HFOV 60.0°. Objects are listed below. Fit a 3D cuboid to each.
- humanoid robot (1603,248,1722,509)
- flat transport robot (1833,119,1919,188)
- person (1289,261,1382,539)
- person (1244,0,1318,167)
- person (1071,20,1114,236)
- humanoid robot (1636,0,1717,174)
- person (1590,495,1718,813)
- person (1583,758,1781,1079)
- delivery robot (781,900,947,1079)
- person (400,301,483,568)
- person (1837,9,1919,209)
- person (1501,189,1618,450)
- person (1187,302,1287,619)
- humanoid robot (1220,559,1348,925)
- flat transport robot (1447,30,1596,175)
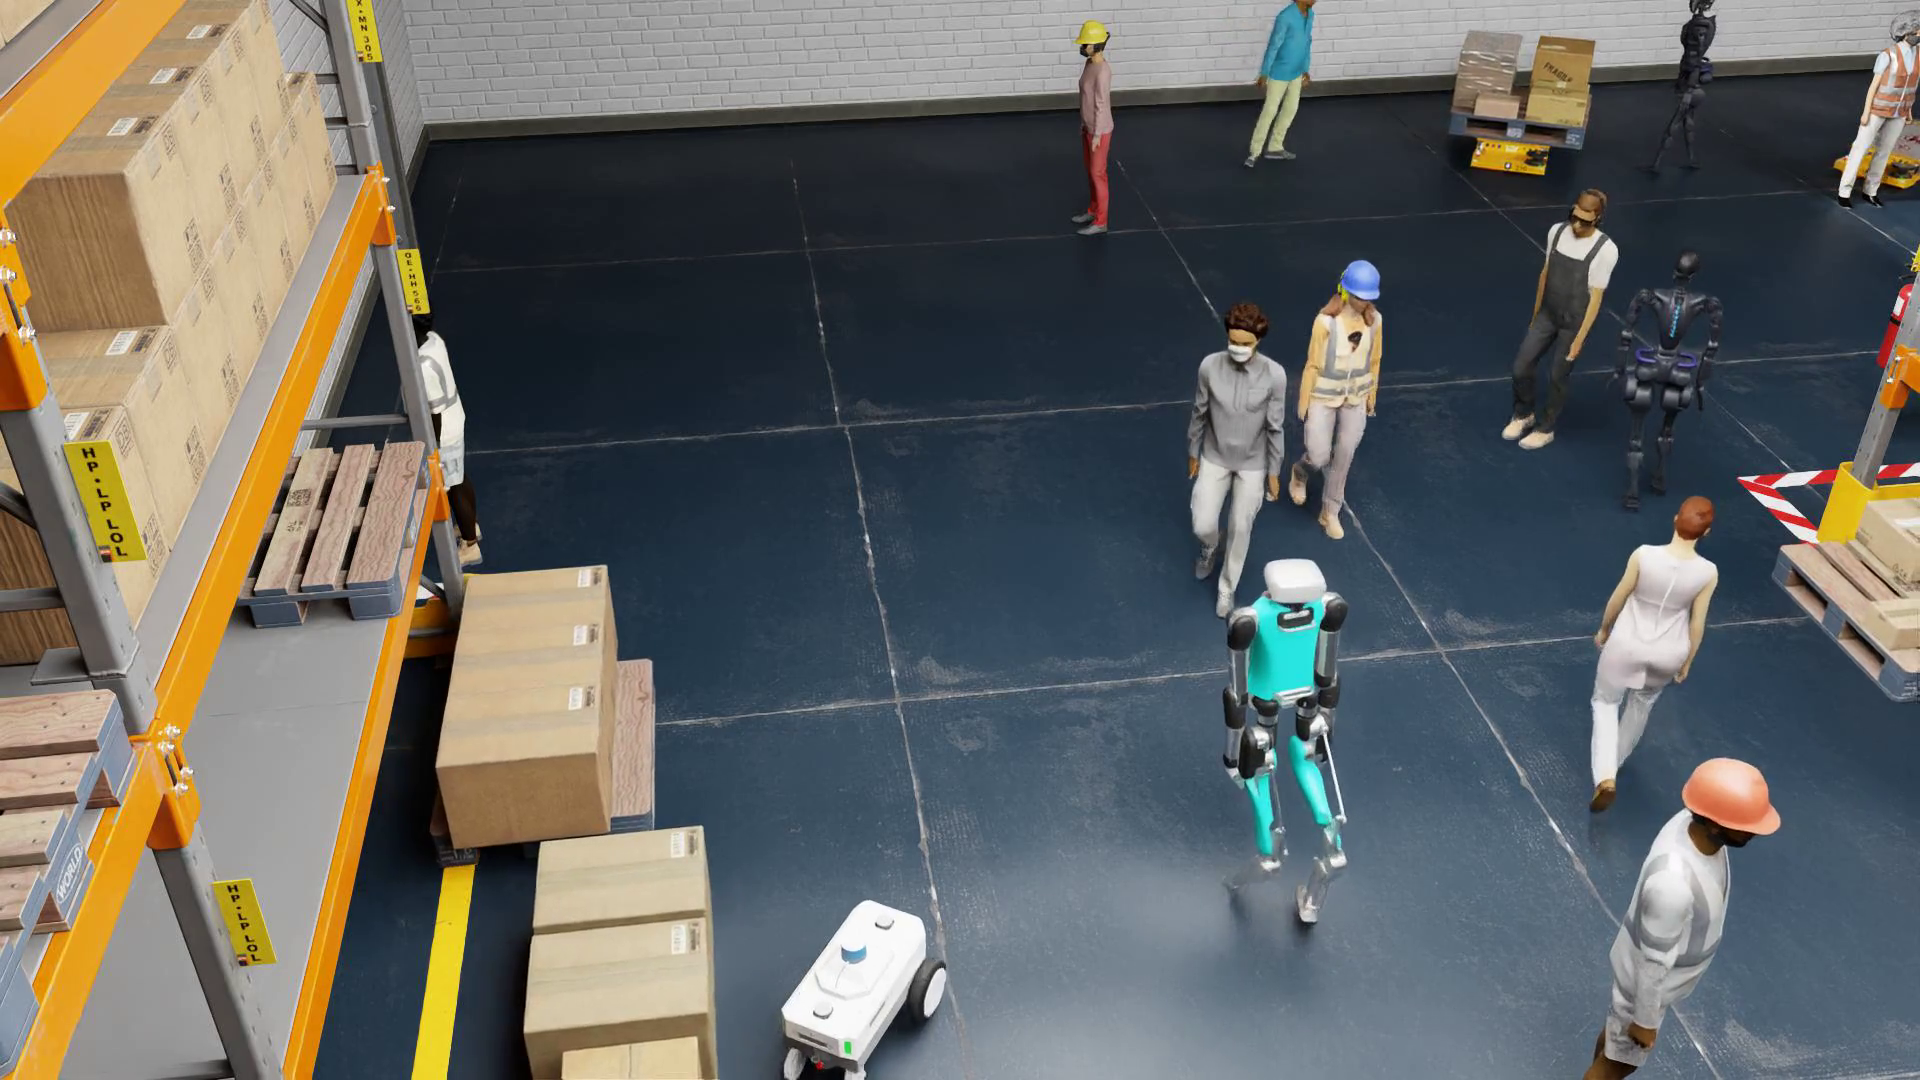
[{"bbox_3d":[4.252,-0.997,10.100,0.591,1.650,0.528,10,34,15],"label":"humanoid robot"},{"bbox_3d":[8.747,-3.563,15.312,1.431,0.231,0.659,-23,39,-31],"label":"flat transport robot"},{"bbox_3d":[2.204,-0.843,9.769,0.489,1.760,0.450,-6,34,-9],"label":"person"},{"bbox_3d":[2.919,-4.220,15.005,0.726,1.702,0.375,-29,43,-36],"label":"person"},{"bbox_3d":[1.084,-3.383,13.675,0.335,1.756,0.516,-6,34,-9],"label":"person"},{"bbox_3d":[6.517,-4.105,14.871,0.562,1.634,0.588,6,34,9],"label":"humanoid robot"},{"bbox_3d":[3.202,0.546,7.759,0.442,1.630,0.660,8,34,13],"label":"person"},{"bbox_3d":[2.530,1.543,5.964,0.370,1.937,0.543,20,38,28],"label":"person"},{"bbox_3d":[-0.413,1.839,6.790,0.499,0.614,0.812,15,36,21],"label":"delivery robot"},{"bbox_3d":[-2.986,-0.625,9.502,0.317,1.695,0.539,-6,34,-10],"label":"person"},{"bbox_3d":[7.890,-3.658,14.154,0.453,1.689,0.308,-4,33,-6],"label":"person"},{"bbox_3d":[3.801,-1.364,10.525,0.478,1.819,0.511,-24,40,-32],"label":"person"},{"bbox_3d":[1.497,-0.443,9.056,0.533,1.882,0.454,8,34,12],"label":"person"},{"bbox_3d":[1.433,1.004,6.995,0.531,1.794,0.812,-10,34,-15],"label":"humanoid robot"},{"bbox_3d":[5.227,-3.789,15.658,0.659,0.231,1.431,12,35,17],"label":"flat transport robot"}]
